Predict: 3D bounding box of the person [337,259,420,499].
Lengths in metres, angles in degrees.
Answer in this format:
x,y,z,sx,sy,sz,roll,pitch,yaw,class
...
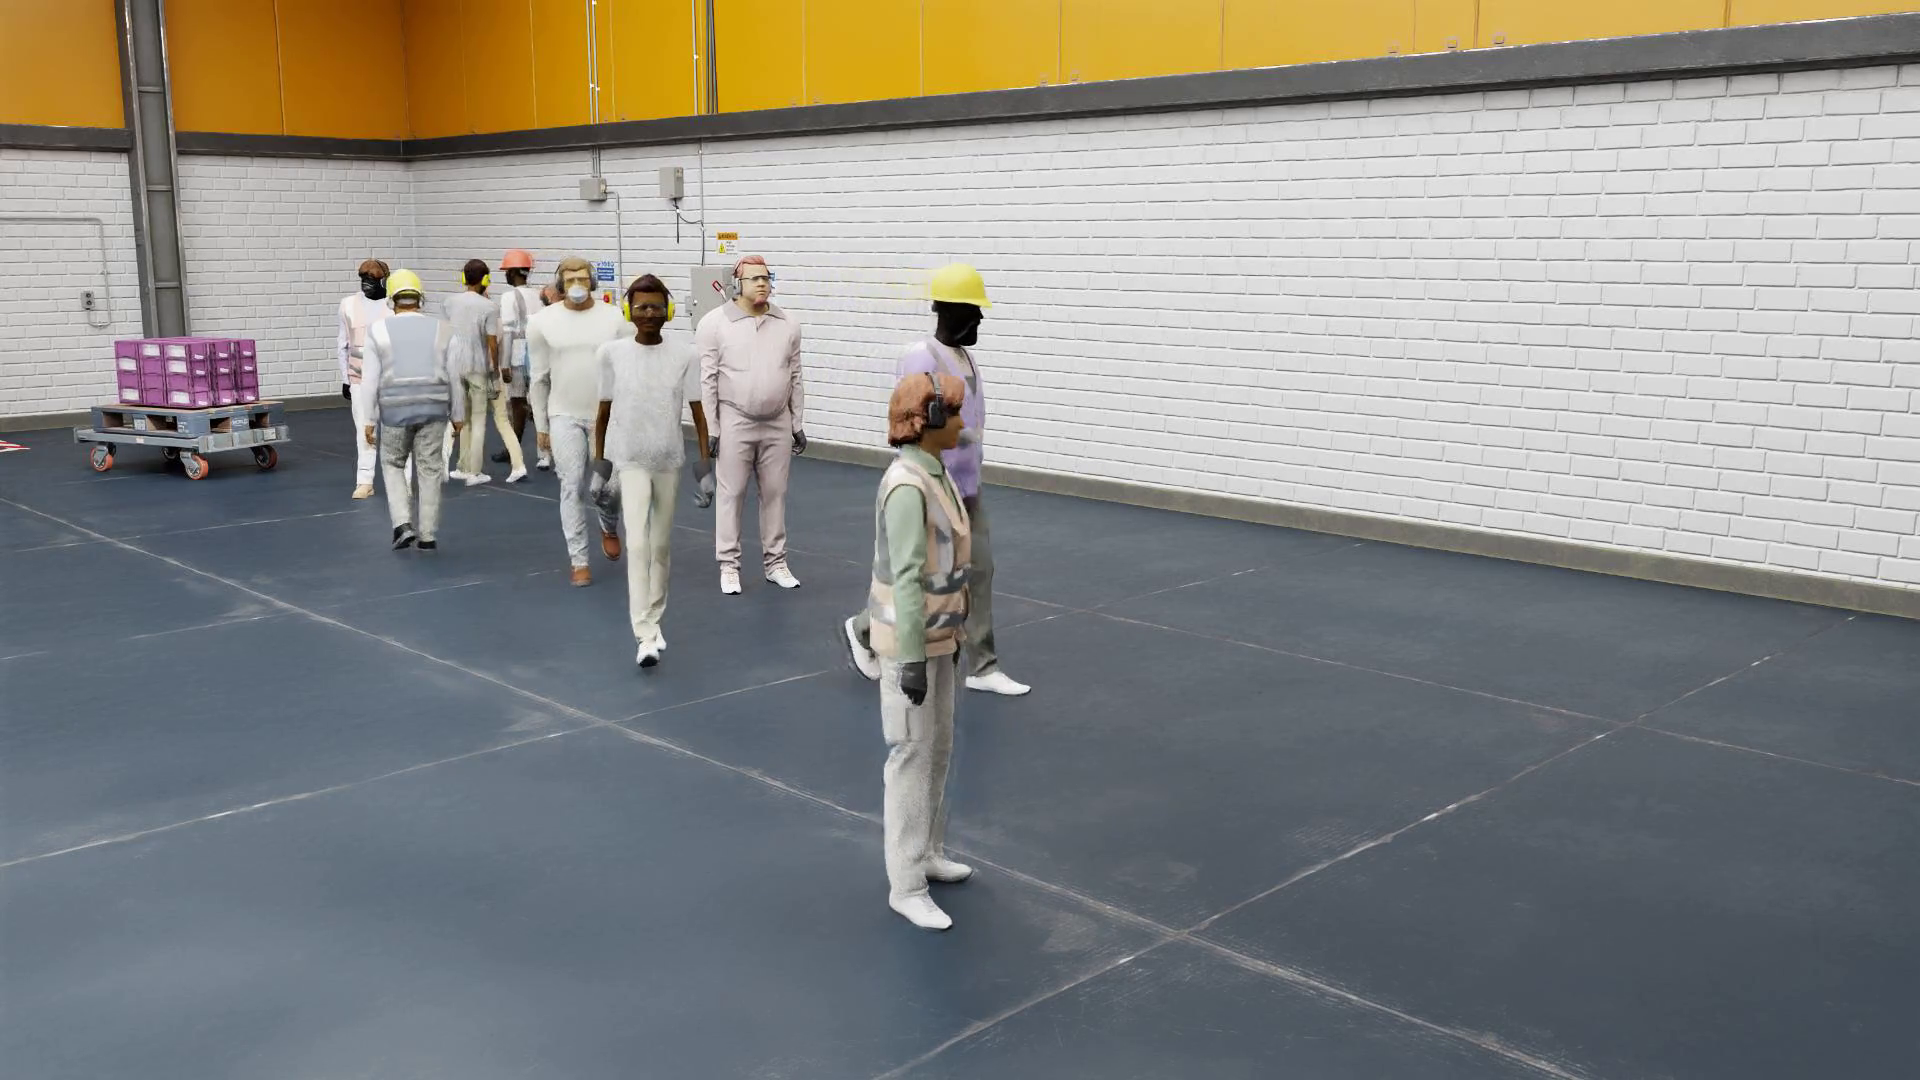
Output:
x,y,z,sx,sy,sz,roll,pitch,yaw,class
-4.467,-1.233,12.823,0.622,1.840,0.430,-1,10,-7,person

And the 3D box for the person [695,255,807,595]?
x,y,z,sx,sy,sz,roll,pitch,yaw,class
-1.167,-0.653,9.460,0.643,1.913,0.408,-6,12,-29,person

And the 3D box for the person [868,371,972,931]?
x,y,z,sx,sy,sz,roll,pitch,yaw,class
-0.117,0.323,4.926,0.316,1.627,0.554,2,11,12,person

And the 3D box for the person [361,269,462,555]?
x,y,z,sx,sy,sz,roll,pitch,yaw,class
-3.465,-0.800,10.536,0.622,1.811,0.425,-5,11,-25,person

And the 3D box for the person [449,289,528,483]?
x,y,z,sx,sy,sz,roll,pitch,yaw,class
-3.888,-1.263,13.654,0.836,1.598,0.500,8,13,37,person

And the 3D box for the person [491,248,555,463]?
x,y,z,sx,sy,sz,roll,pitch,yaw,class
-3.792,-1.601,14.638,0.823,1.912,0.551,3,11,18,person

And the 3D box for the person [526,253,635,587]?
x,y,z,sx,sy,sz,roll,pitch,yaw,class
-2.204,-0.713,9.766,0.625,1.923,0.603,-2,11,-13,person

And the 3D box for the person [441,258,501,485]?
x,y,z,sx,sy,sz,roll,pitch,yaw,class
-3.969,-1.324,13.310,0.584,1.837,0.635,2,11,11,person

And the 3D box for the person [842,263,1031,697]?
x,y,z,sx,sy,sz,roll,pitch,yaw,class
-0.107,-0.256,7.309,0.811,1.904,0.597,5,12,27,person

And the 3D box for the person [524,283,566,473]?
x,y,z,sx,sy,sz,roll,pitch,yaw,class
-3.469,-1.381,14.217,0.529,1.605,0.641,-4,11,-23,person

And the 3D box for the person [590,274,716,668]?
x,y,z,sx,sy,sz,roll,pitch,yaw,class
-1.431,-0.317,7.823,0.562,1.831,0.925,-4,11,-19,person
